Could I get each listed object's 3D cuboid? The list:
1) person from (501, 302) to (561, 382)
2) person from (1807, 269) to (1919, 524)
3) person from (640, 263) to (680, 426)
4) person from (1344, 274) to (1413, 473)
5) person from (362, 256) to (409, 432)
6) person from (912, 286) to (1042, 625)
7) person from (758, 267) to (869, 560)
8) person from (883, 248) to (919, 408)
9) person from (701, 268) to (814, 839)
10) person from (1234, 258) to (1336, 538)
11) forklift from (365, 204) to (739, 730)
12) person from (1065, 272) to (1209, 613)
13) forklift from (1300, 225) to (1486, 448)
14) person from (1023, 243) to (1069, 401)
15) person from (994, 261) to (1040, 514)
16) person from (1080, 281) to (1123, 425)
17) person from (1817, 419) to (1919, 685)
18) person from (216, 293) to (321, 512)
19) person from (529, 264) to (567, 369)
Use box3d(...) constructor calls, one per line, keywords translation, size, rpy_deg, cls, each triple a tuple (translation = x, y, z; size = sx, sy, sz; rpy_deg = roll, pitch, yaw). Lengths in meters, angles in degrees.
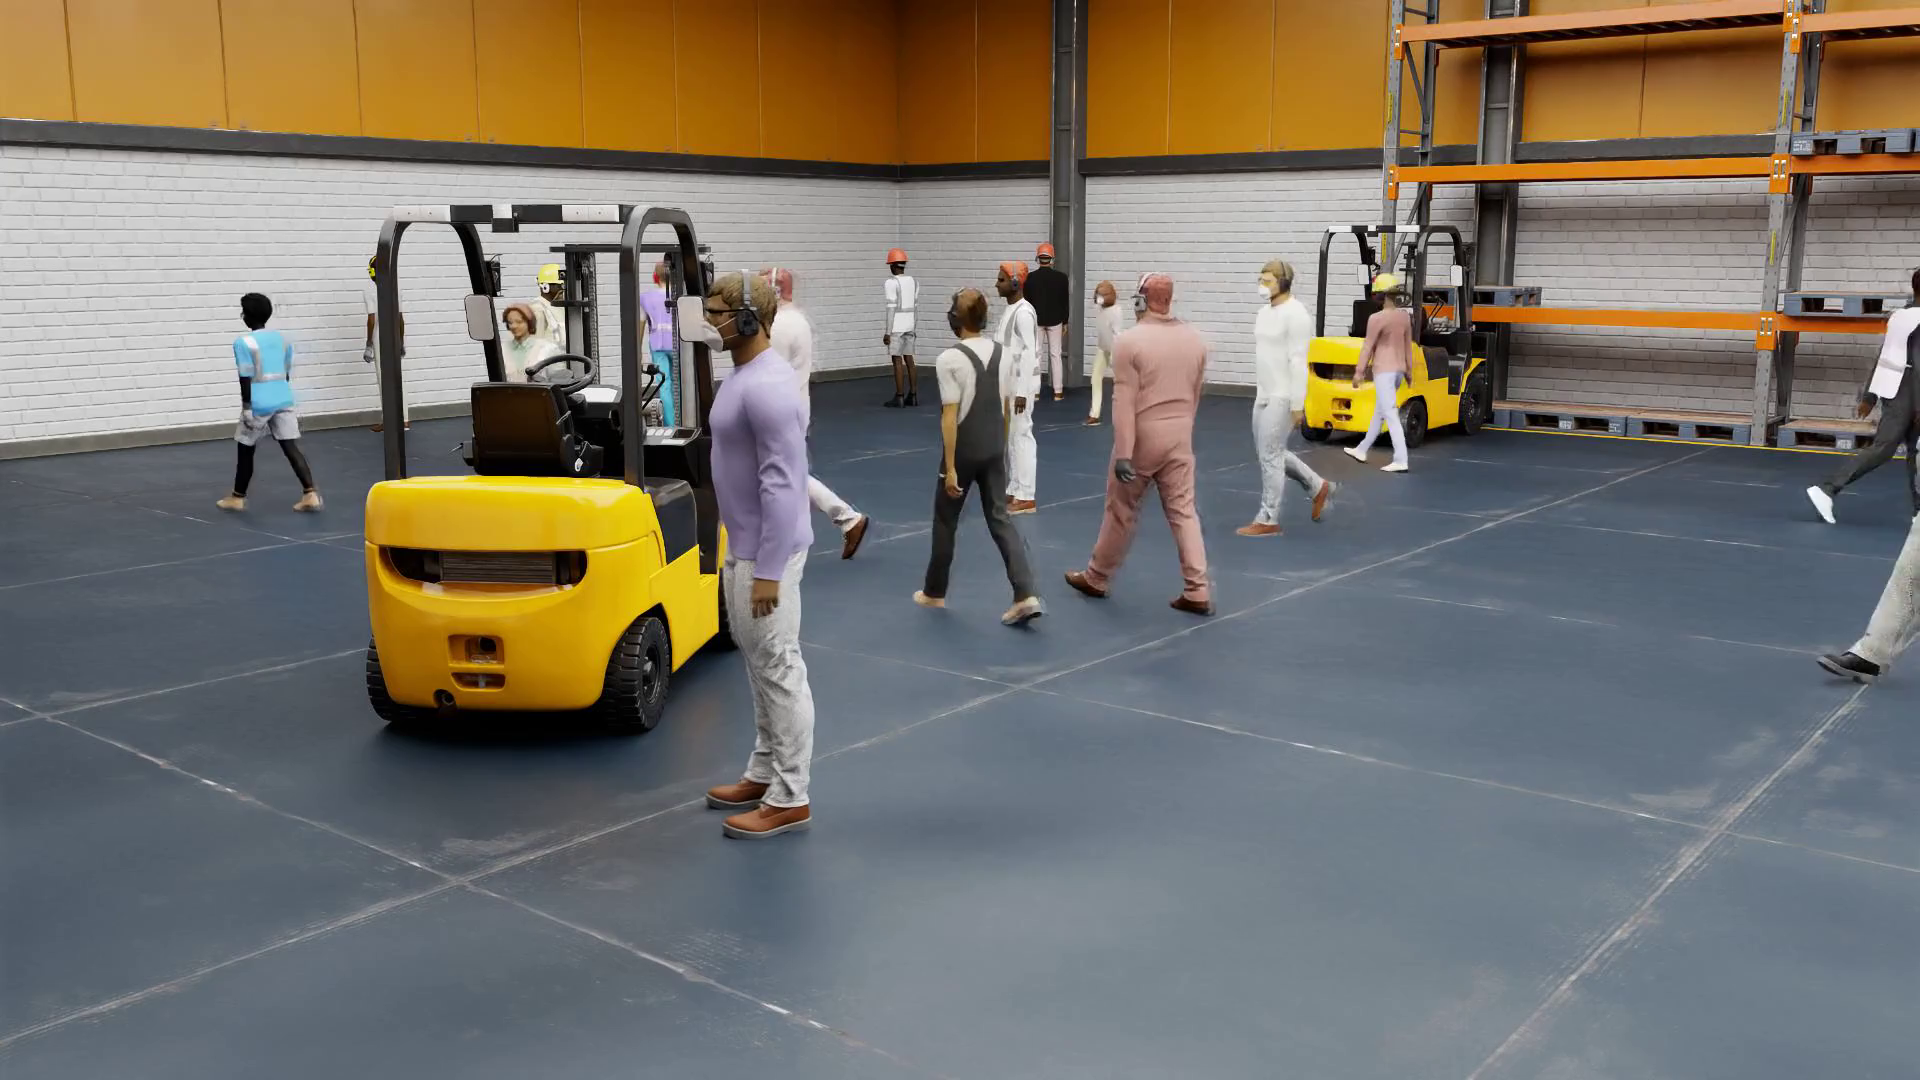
box3d(translation=(-2.917, -0.807, 11.331), size=(0.517, 1.628, 0.577), rpy_deg=(1, 10, 4), cls="person")
box3d(translation=(6.675, -1.031, 11.929), size=(1.029, 1.860, 0.603), rpy_deg=(2, 10, 13), cls="person")
box3d(translation=(-3.056, -1.964, 17.253), size=(0.594, 1.789, 0.970), rpy_deg=(-3, 11, -17), cls="person")
box3d(translation=(3.700, -1.482, 14.757), size=(0.542, 1.724, 0.875), rpy_deg=(-8, 13, -38), cls="person")
box3d(translation=(-6.125, -2.078, 17.687), size=(0.329, 1.871, 0.513), rpy_deg=(6, 12, 30), cls="person")
box3d(translation=(0.094, -0.447, 8.867), size=(0.520, 1.806, 0.975), rpy_deg=(-7, 12, -32), cls="person")
box3d(translation=(-1.039, -0.785, 10.515), size=(0.852, 1.875, 0.637), rpy_deg=(0, 10, -2), cls="person")
box3d(translation=(-0.747, -2.580, 20.289), size=(0.377, 1.932, 0.551), rpy_deg=(8, 13, 39), cls="person")
box3d(translation=(-0.690, 0.051, 5.702), size=(0.372, 1.939, 0.629), rpy_deg=(-3, 11, -15), cls="person")
box3d(translation=(2.272, -0.973, 11.463), size=(0.738, 1.921, 0.635), rpy_deg=(-3, 11, -15), cls="person")
box3d(translation=(-1.766, -0.406, 7.525), size=(1.214, 2.155, 2.313), rpy_deg=(1, 10, 7), cls="forklift")
box3d(translation=(1.038, -0.544, 9.227), size=(0.652, 1.852, 0.970), rpy_deg=(-6, 12, -30), cls="person")
box3d(translation=(4.449, -2.115, 16.993), size=(1.214, 2.155, 2.313), rpy_deg=(8, 13, 38), cls="forklift")
box3d(translation=(1.084, -2.763, 21.133), size=(0.610, 1.996, 0.386), rpy_deg=(0, 10, 2), cls="person")
box3d(translation=(0.415, -1.134, 12.420), size=(0.361, 1.882, 0.575), rpy_deg=(-2, 10, -8), cls="person")
box3d(translation=(1.613, -2.025, 18.152), size=(0.749, 1.578, 0.512), rpy_deg=(-7, 12, -32), cls="person")
box3d(translation=(4.477, -0.183, 7.455), size=(0.943, 1.782, 0.584), rpy_deg=(0, 10, -1), cls="person")
box3d(translation=(-5.188, -1.016, 12.413), size=(0.849, 1.650, 0.539), rpy_deg=(5, 11, 26), cls="person")
box3d(translation=(-3.665, -1.562, 14.969), size=(0.403, 1.825, 0.591), rpy_deg=(1, 10, 7), cls="person")
